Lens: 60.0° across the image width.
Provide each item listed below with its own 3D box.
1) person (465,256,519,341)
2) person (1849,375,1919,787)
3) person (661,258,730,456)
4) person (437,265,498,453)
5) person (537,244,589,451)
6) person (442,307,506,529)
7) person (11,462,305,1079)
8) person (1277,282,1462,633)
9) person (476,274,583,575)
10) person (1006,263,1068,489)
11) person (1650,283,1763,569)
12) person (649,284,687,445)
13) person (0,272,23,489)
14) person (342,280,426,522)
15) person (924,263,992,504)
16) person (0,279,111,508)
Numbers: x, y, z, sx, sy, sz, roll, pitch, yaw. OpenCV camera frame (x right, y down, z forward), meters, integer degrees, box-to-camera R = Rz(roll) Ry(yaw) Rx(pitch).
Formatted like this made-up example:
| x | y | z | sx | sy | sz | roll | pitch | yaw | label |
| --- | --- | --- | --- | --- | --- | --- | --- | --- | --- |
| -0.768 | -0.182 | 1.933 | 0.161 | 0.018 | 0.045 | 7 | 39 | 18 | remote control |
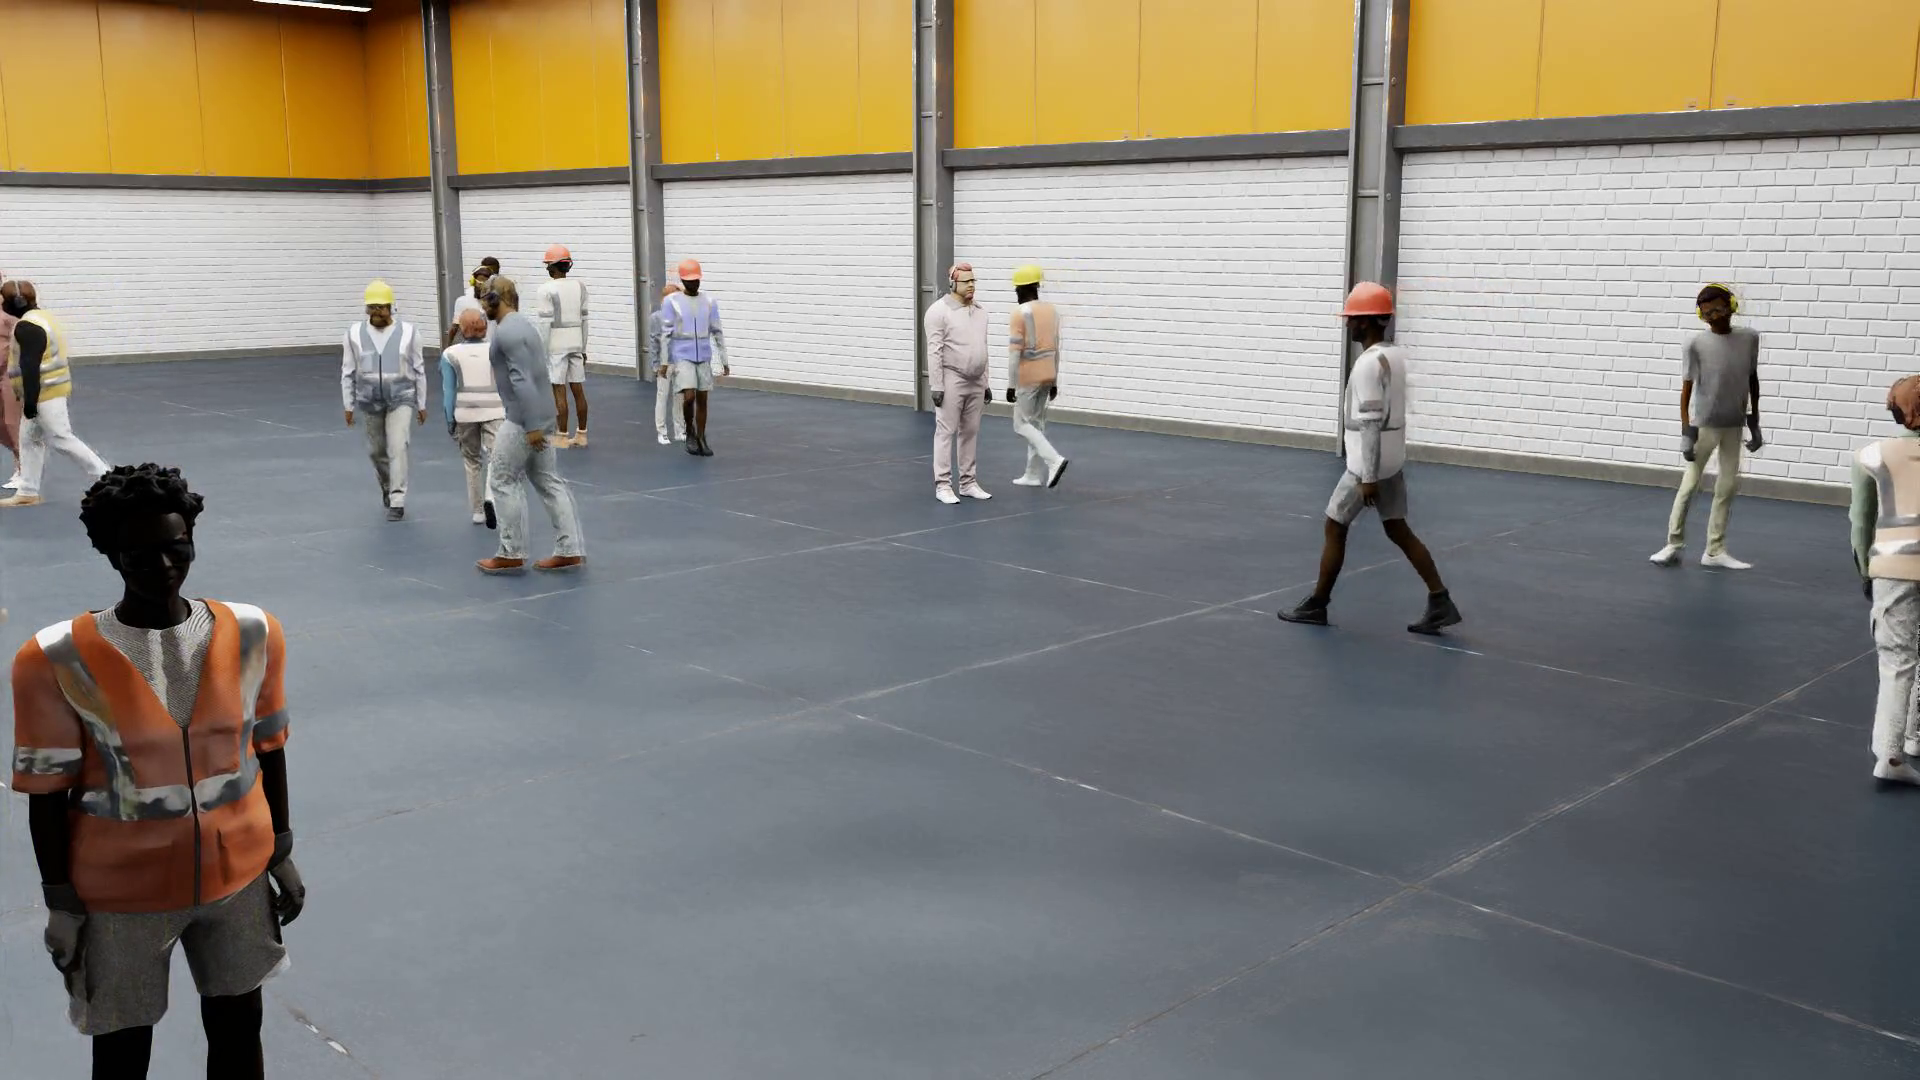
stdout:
| x | y | z | sx | sy | sz | roll | pitch | yaw | label |
| --- | --- | --- | --- | --- | --- | --- | --- | --- | --- |
| -5.057 | -2.113 | 18.029 | 0.619 | 1.906 | 0.561 | 1 | 10 | 4 | person |
| 3.782 | 0.151 | 6.560 | 0.525 | 1.585 | 0.728 | 5 | 11 | 24 | person |
| -2.539 | -1.743 | 15.990 | 0.675 | 1.911 | 0.478 | -5 | 12 | -27 | person |
| -4.758 | -1.762 | 16.310 | 0.646 | 1.840 | 0.484 | 1 | 10 | 6 | person |
| -3.949 | -1.899 | 16.496 | 0.374 | 2.044 | 0.605 | 7 | 13 | 35 | person |
| -3.494 | -0.879 | 12.098 | 0.517 | 1.614 | 0.678 | -1 | 10 | -8 | person |
| -1.581 | 0.686 | 3.346 | 0.533 | 1.697 | 0.318 | -10 | 14 | -44 | person |
| 2.259 | -0.431 | 8.920 | 0.991 | 1.895 | 0.562 | 7 | 12 | 32 | person |
| -2.765 | -0.718 | 10.493 | 0.776 | 1.880 | 0.652 | 0 | 10 | -2 | person |
| 0.666 | -1.359 | 13.943 | 0.606 | 1.904 | 0.608 | 9 | 14 | 41 | person |
| 4.807 | -0.707 | 10.597 | 0.649 | 1.836 | 0.380 | -1 | 10 | -6 | person |
| -2.952 | -1.805 | 17.088 | 0.497 | 1.636 | 0.286 | -10 | 14 | -44 | person |
| -8.058 | -1.370 | 14.043 | 0.685 | 1.887 | 0.417 | 5 | 12 | 28 | person |
| -4.383 | -1.080 | 12.698 | 0.602 | 1.806 | 0.839 | -2 | 11 | -10 | person |
| 0.019 | -1.252 | 13.336 | 0.642 | 1.909 | 0.410 | -10 | 14 | -44 | person |
| -7.126 | -1.148 | 13.093 | 0.856 | 1.807 | 0.629 | -5 | 12 | -25 | person |
